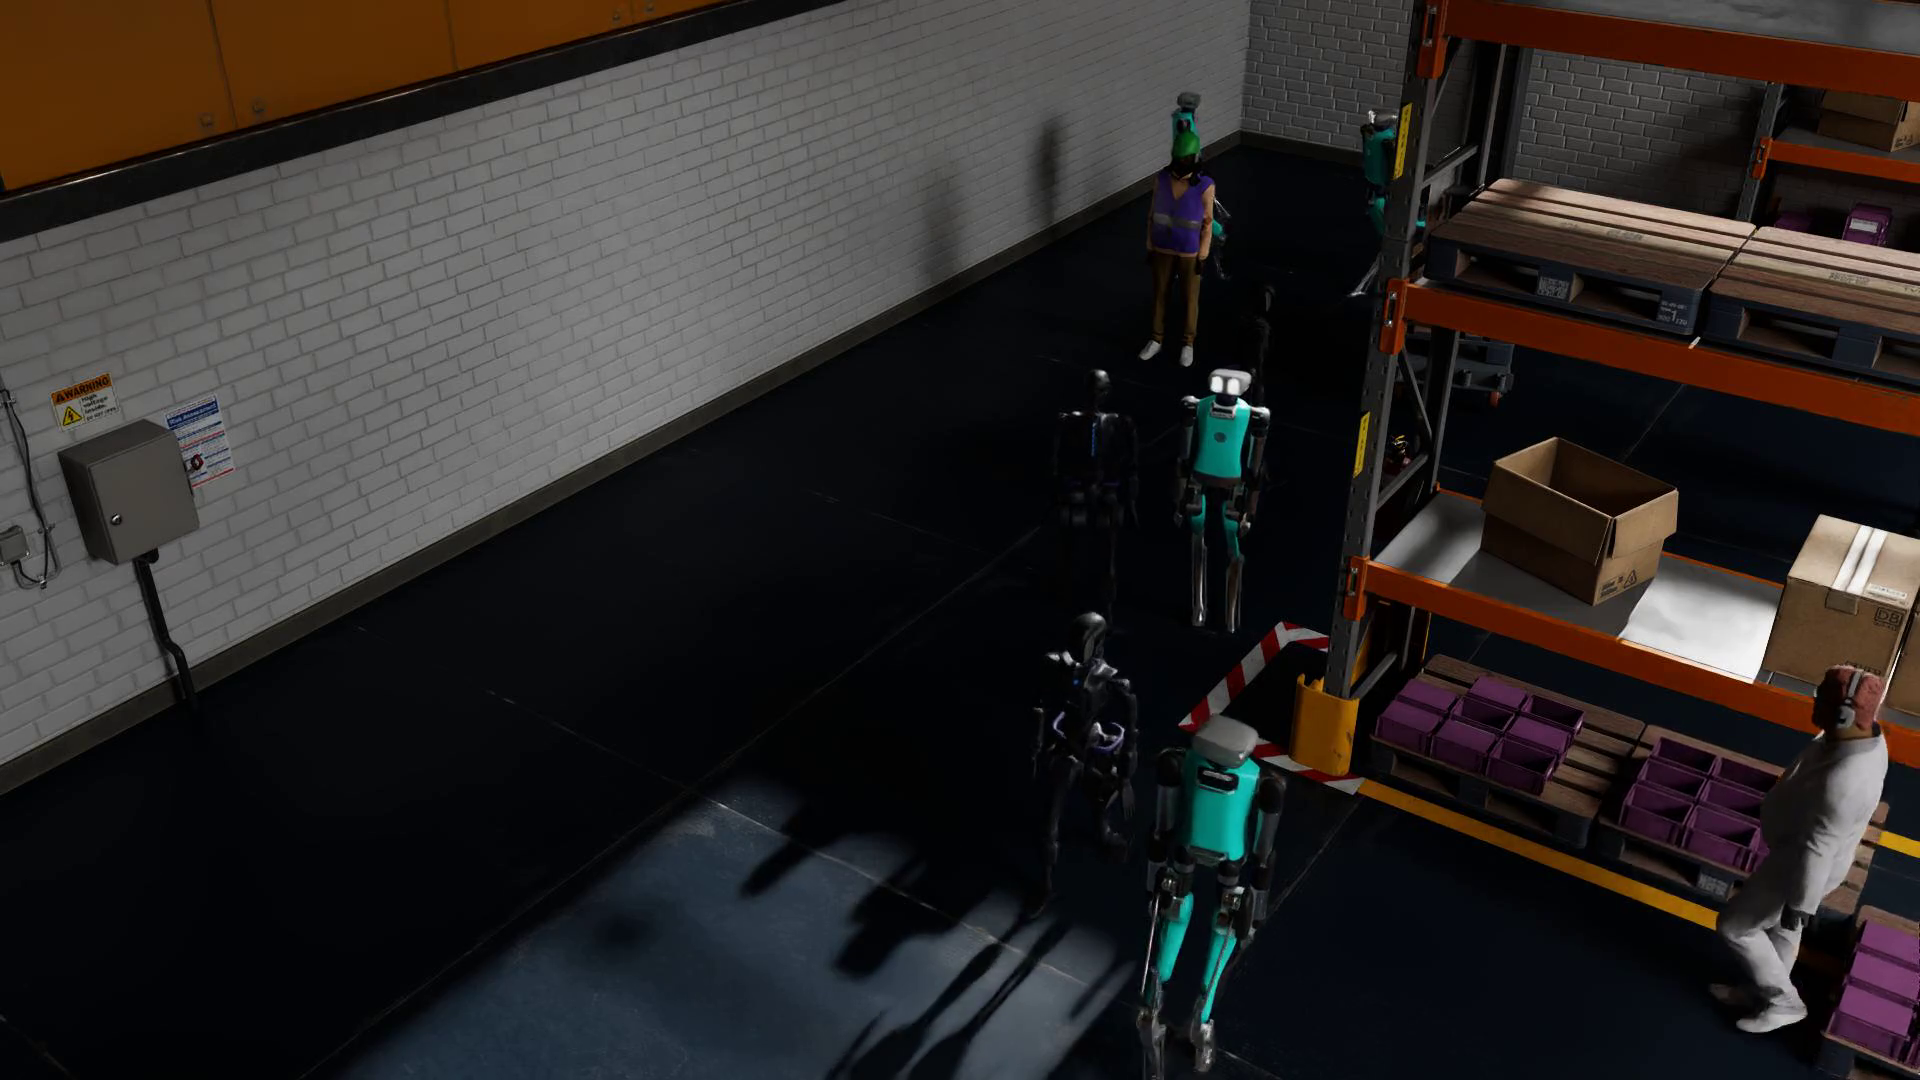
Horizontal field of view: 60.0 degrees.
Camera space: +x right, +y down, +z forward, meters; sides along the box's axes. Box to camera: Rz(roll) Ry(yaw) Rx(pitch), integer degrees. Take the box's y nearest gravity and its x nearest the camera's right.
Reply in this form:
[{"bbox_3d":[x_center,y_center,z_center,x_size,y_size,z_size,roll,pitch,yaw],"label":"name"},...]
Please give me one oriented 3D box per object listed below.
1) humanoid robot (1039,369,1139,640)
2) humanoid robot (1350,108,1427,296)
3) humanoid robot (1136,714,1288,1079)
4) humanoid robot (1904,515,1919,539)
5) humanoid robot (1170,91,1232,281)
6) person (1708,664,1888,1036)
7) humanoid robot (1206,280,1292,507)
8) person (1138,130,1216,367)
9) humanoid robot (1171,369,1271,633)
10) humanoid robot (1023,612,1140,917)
[{"bbox_3d":[0.784,-0.223,10.064,0.606,1.634,0.717,2,30,3],"label":"humanoid robot"},{"bbox_3d":[4.003,-2.984,14.813,1.024,1.768,0.546,-8,31,-13],"label":"humanoid robot"},{"bbox_3d":[0.951,1.617,6.787,0.540,1.807,0.763,12,32,19],"label":"humanoid robot"},{"bbox_3d":[6.275,-0.440,10.422,0.608,1.638,0.625,10,31,16],"label":"humanoid robot"},{"bbox_3d":[2.258,-3.101,15.054,0.804,1.889,0.542,3,30,5],"label":"humanoid robot"},{"bbox_3d":[3.556,1.344,7.084,0.454,1.888,0.669,19,35,30],"label":"person"},{"bbox_3d":[2.018,-0.989,11.363,0.696,1.631,0.612,-2,30,-3],"label":"humanoid robot"},{"bbox_3d":[1.772,-2.373,13.491,0.533,1.933,0.409,13,32,21],"label":"person"},{"bbox_3d":[1.564,-0.263,10.035,0.543,1.805,0.664,8,31,14],"label":"humanoid robot"},{"bbox_3d":[0.603,1.026,7.901,0.613,1.651,0.716,18,34,28],"label":"humanoid robot"}]
